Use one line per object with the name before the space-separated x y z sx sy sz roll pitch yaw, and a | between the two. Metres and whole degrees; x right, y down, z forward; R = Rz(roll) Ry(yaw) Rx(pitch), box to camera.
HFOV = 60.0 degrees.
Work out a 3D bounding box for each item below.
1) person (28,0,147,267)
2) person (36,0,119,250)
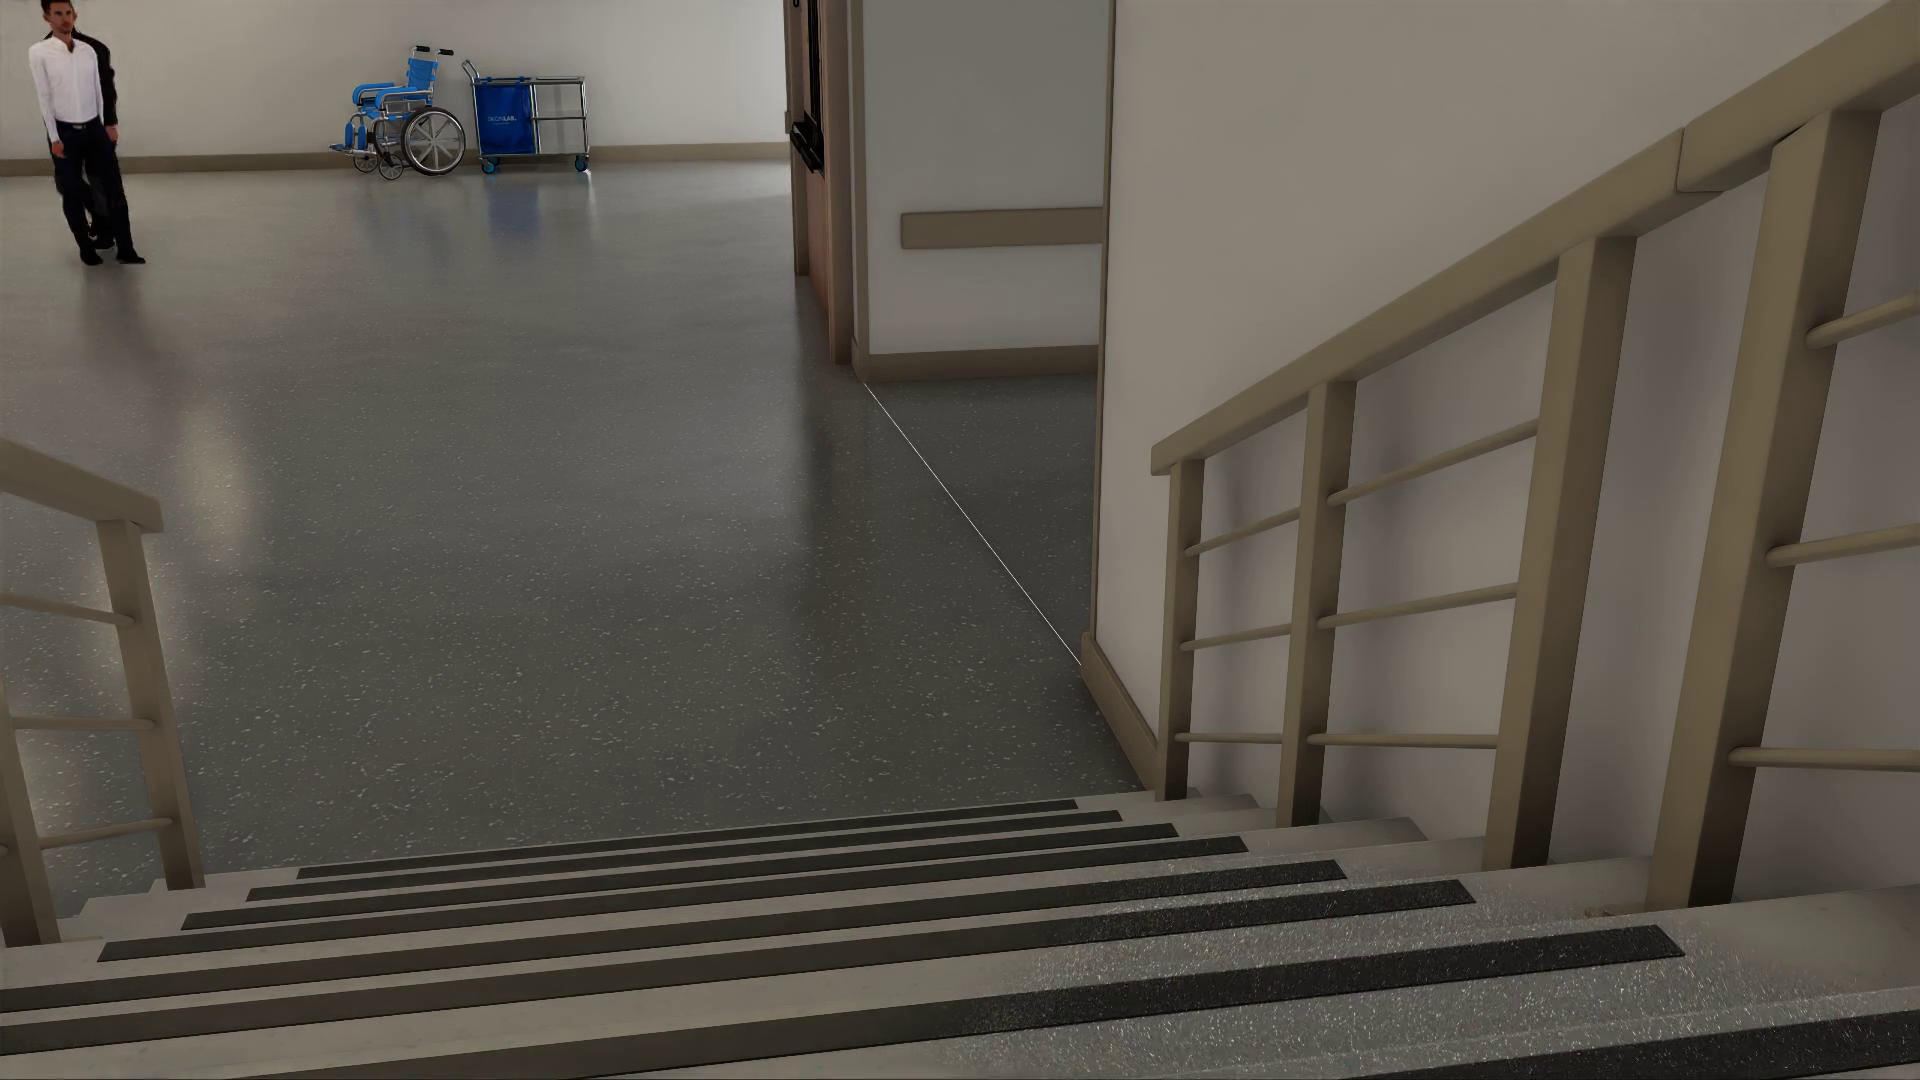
person | -6.189 -2.828 11.571 0.949 1.843 1.084 -18 28 -40
person | -6.439 -3.098 12.269 0.847 1.853 0.878 1 21 2
